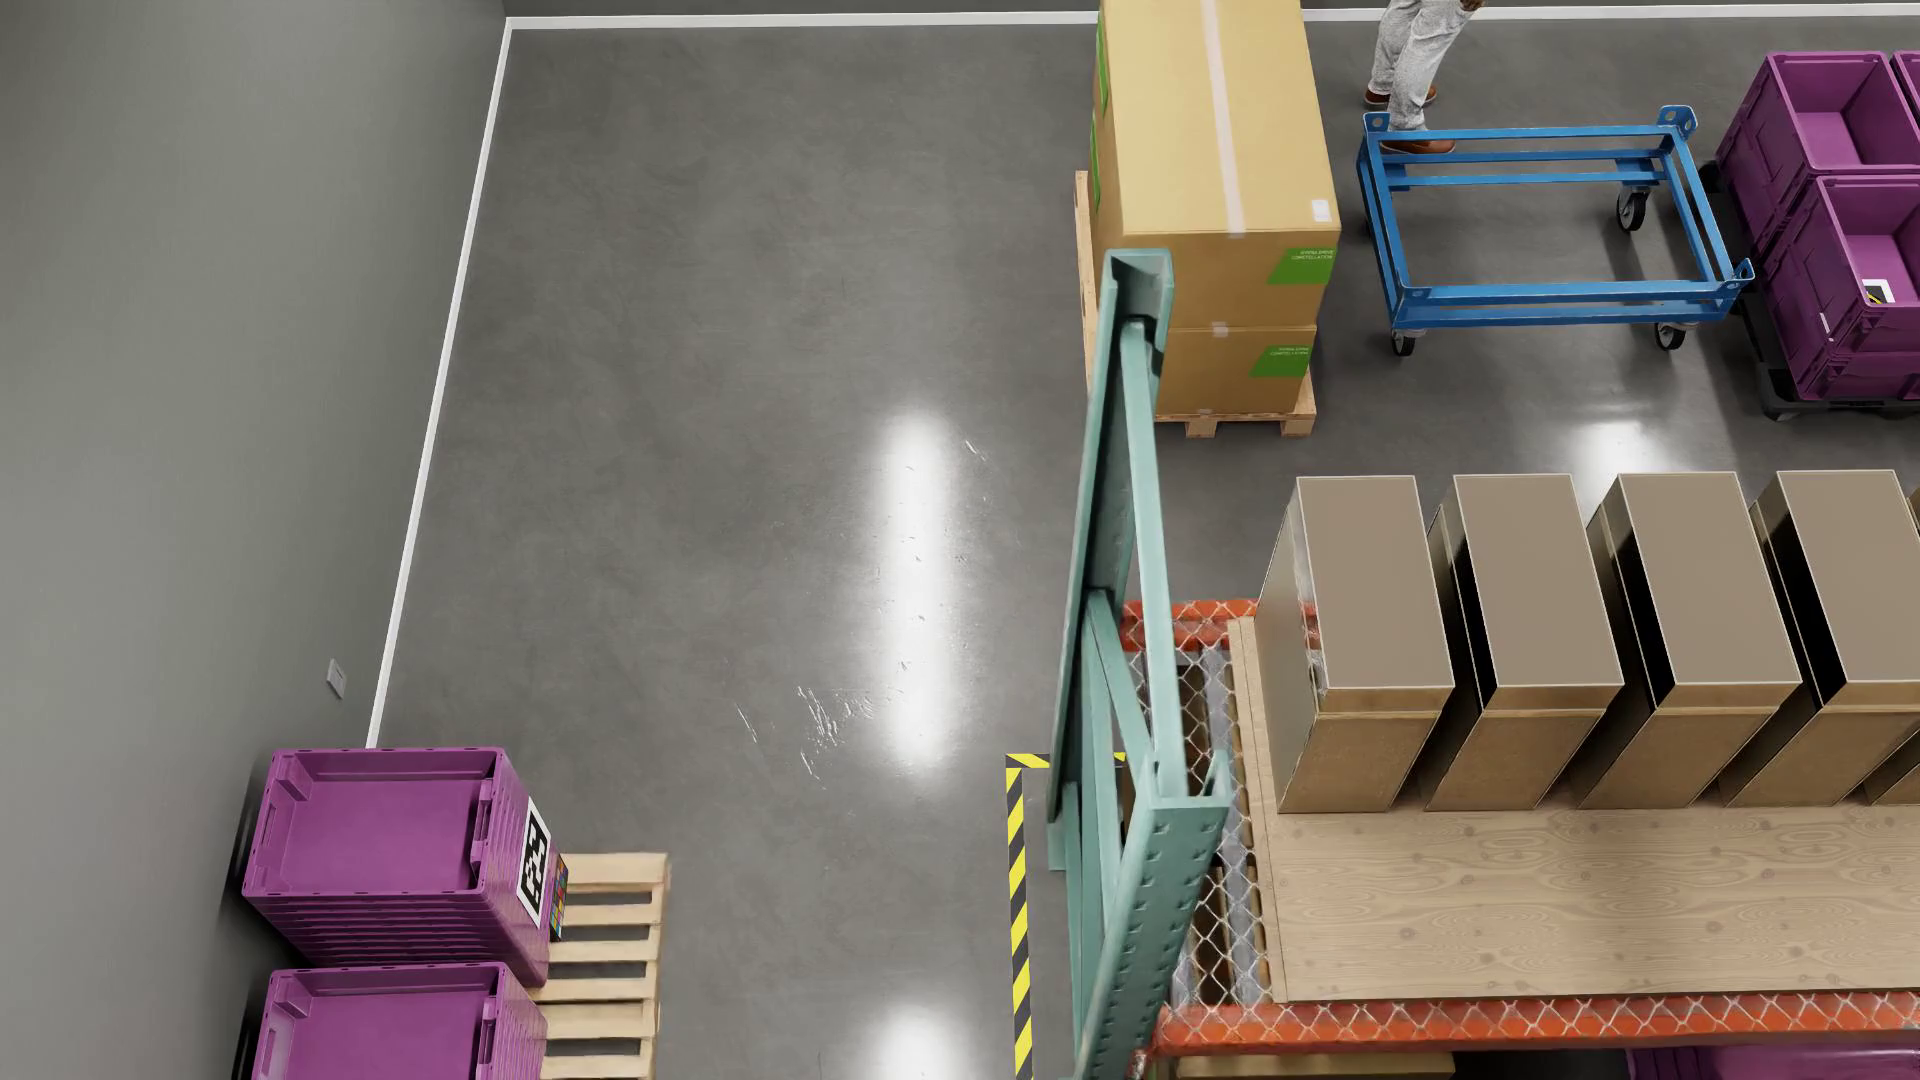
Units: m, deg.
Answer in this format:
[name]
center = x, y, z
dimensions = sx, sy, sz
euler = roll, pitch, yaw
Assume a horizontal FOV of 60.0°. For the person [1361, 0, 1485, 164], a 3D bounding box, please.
[person]
center = 1.833, -2.244, 6.078
dimensions = 0.356, 1.938, 0.633
euler = -2, 58, -1
